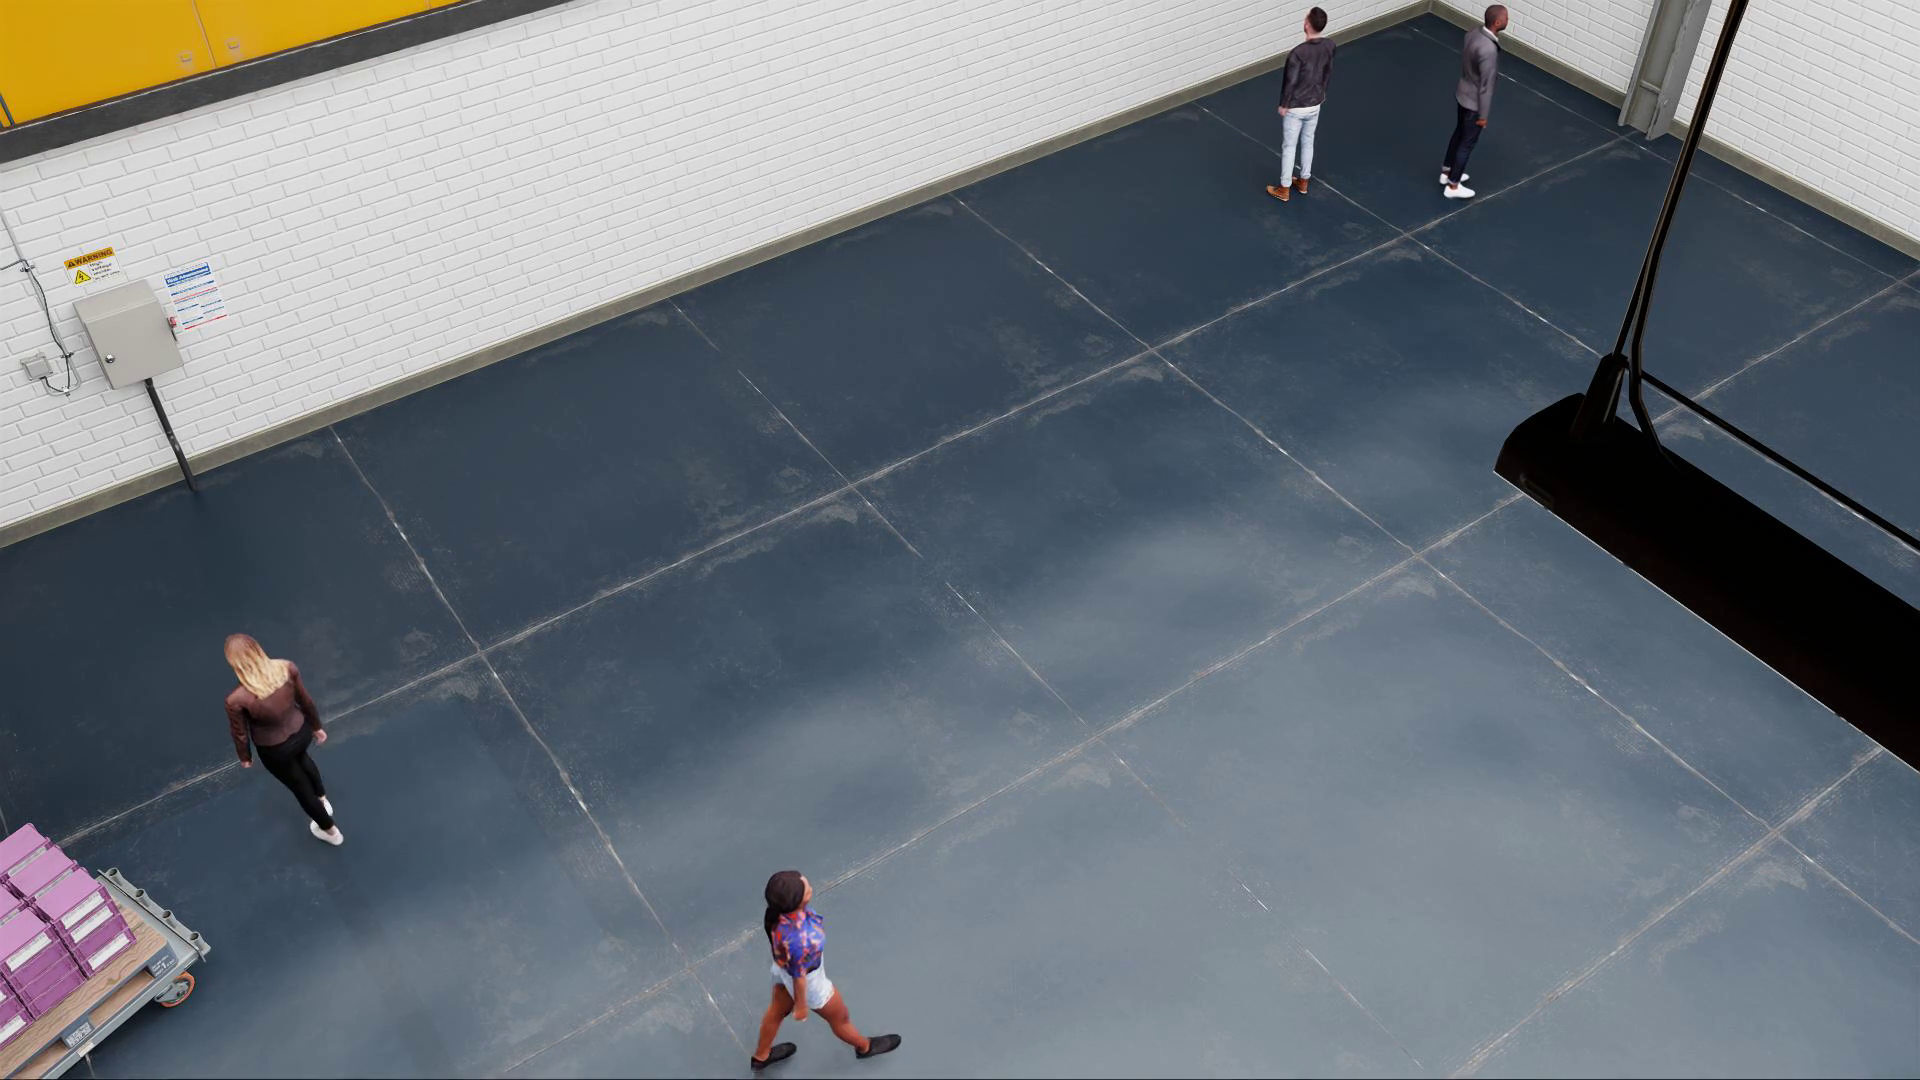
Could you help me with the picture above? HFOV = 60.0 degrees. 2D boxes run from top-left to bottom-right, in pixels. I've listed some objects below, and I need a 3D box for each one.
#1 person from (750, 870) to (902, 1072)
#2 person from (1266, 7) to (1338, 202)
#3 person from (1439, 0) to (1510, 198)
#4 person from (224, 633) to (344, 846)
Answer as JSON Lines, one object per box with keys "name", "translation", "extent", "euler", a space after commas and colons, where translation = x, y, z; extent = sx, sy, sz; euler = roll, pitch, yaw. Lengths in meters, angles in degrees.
{"name": "person", "translation": [-0.900, 2.264, 8.568], "extent": [0.865, 1.701, 1.060], "euler": [-13, 45, -13]}
{"name": "person", "translation": [3.090, -3.917, 14.959], "extent": [0.676, 1.836, 0.575], "euler": [-21, 47, -21]}
{"name": "person", "translation": [4.626, -3.975, 15.034], "extent": [0.860, 1.815, 0.744], "euler": [-1, 44, -1]}
{"name": "person", "translation": [-3.872, 1.215, 9.679], "extent": [0.781, 1.687, 0.728], "euler": [22, 48, 21]}
